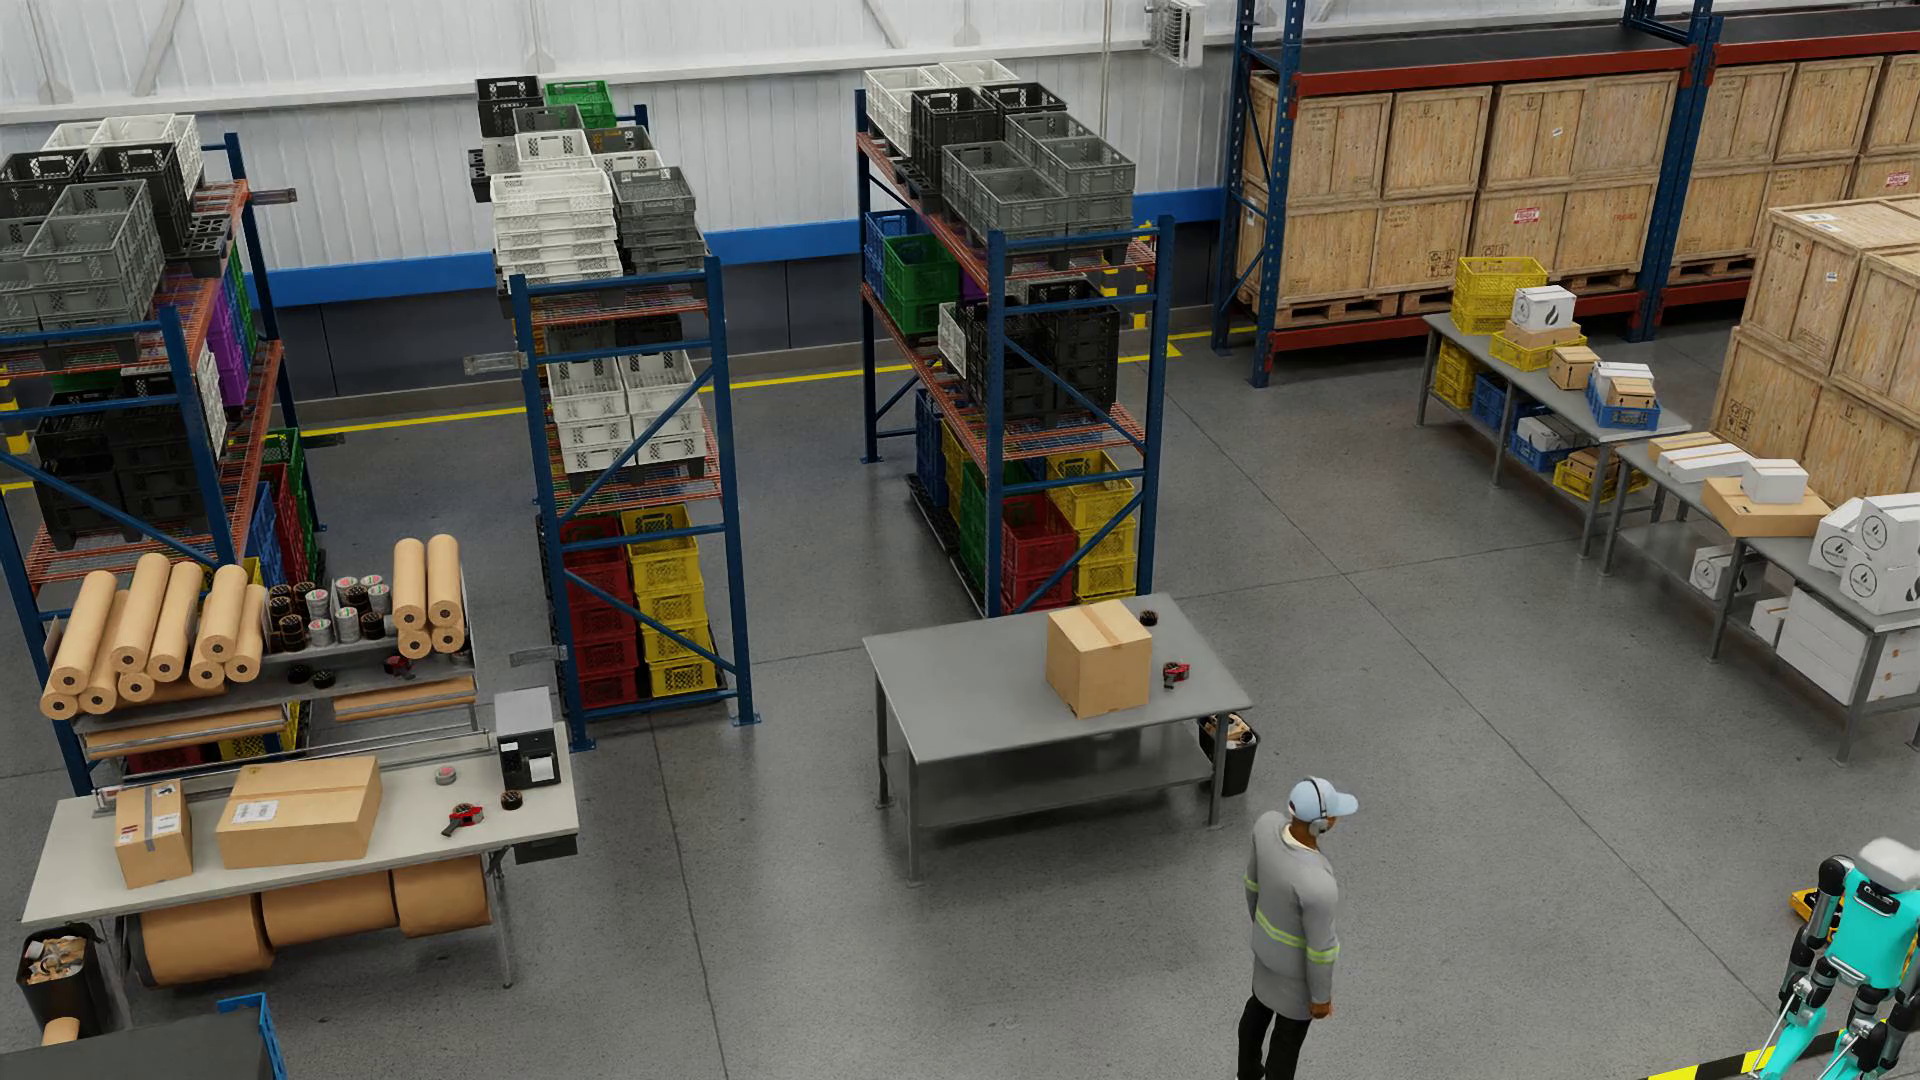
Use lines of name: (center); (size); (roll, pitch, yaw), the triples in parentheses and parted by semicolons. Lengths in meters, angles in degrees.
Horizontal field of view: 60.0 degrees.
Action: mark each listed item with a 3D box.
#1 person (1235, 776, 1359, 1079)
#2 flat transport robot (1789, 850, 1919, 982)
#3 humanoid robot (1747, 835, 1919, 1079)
person: (1.466, 1.793, 7.255); (0.387, 1.850, 0.597); (-10, 30, -17)
flat transport robot: (5.163, 1.916, 8.676); (1.431, 0.231, 0.659); (-8, 30, -14)
humanoid robot: (3.503, 2.019, 6.821); (0.735, 1.680, 0.533); (-17, 33, -28)
